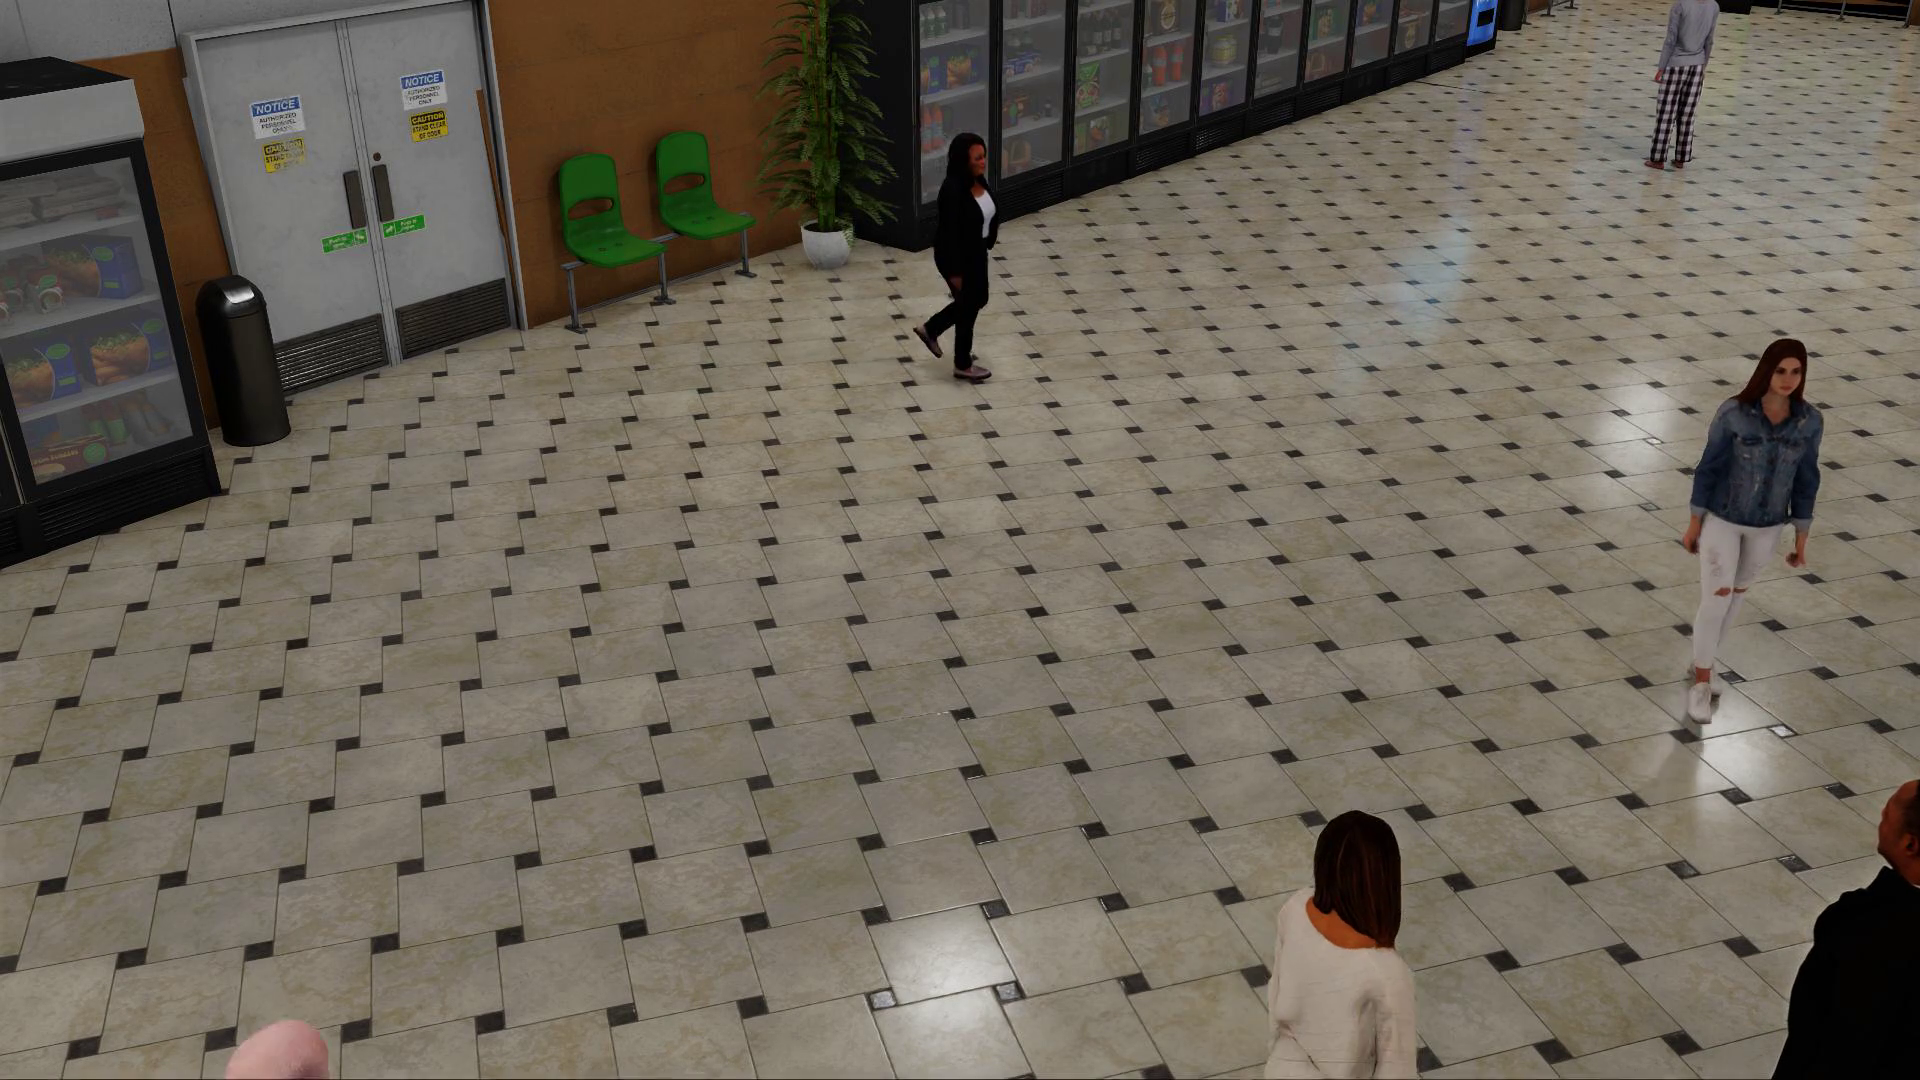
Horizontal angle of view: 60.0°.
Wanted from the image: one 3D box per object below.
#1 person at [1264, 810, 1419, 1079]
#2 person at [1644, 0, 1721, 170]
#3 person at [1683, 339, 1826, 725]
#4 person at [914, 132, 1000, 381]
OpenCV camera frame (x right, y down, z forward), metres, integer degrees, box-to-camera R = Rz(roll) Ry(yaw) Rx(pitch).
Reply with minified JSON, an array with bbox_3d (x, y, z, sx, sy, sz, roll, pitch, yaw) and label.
[{"bbox_3d":[0.875,1.439,4.196,0.953,1.654,1.034,-12,29,-22],"label":"person"},{"bbox_3d":[6.744,-4.399,15.496,0.699,1.847,0.756,-3,27,-5],"label":"person"},{"bbox_3d":[3.357,-0.099,7.192,0.882,1.688,0.919,2,27,5],"label":"person"},{"bbox_3d":[-0.054,-1.809,10.658,0.921,1.603,0.824,7,28,14],"label":"person"}]
